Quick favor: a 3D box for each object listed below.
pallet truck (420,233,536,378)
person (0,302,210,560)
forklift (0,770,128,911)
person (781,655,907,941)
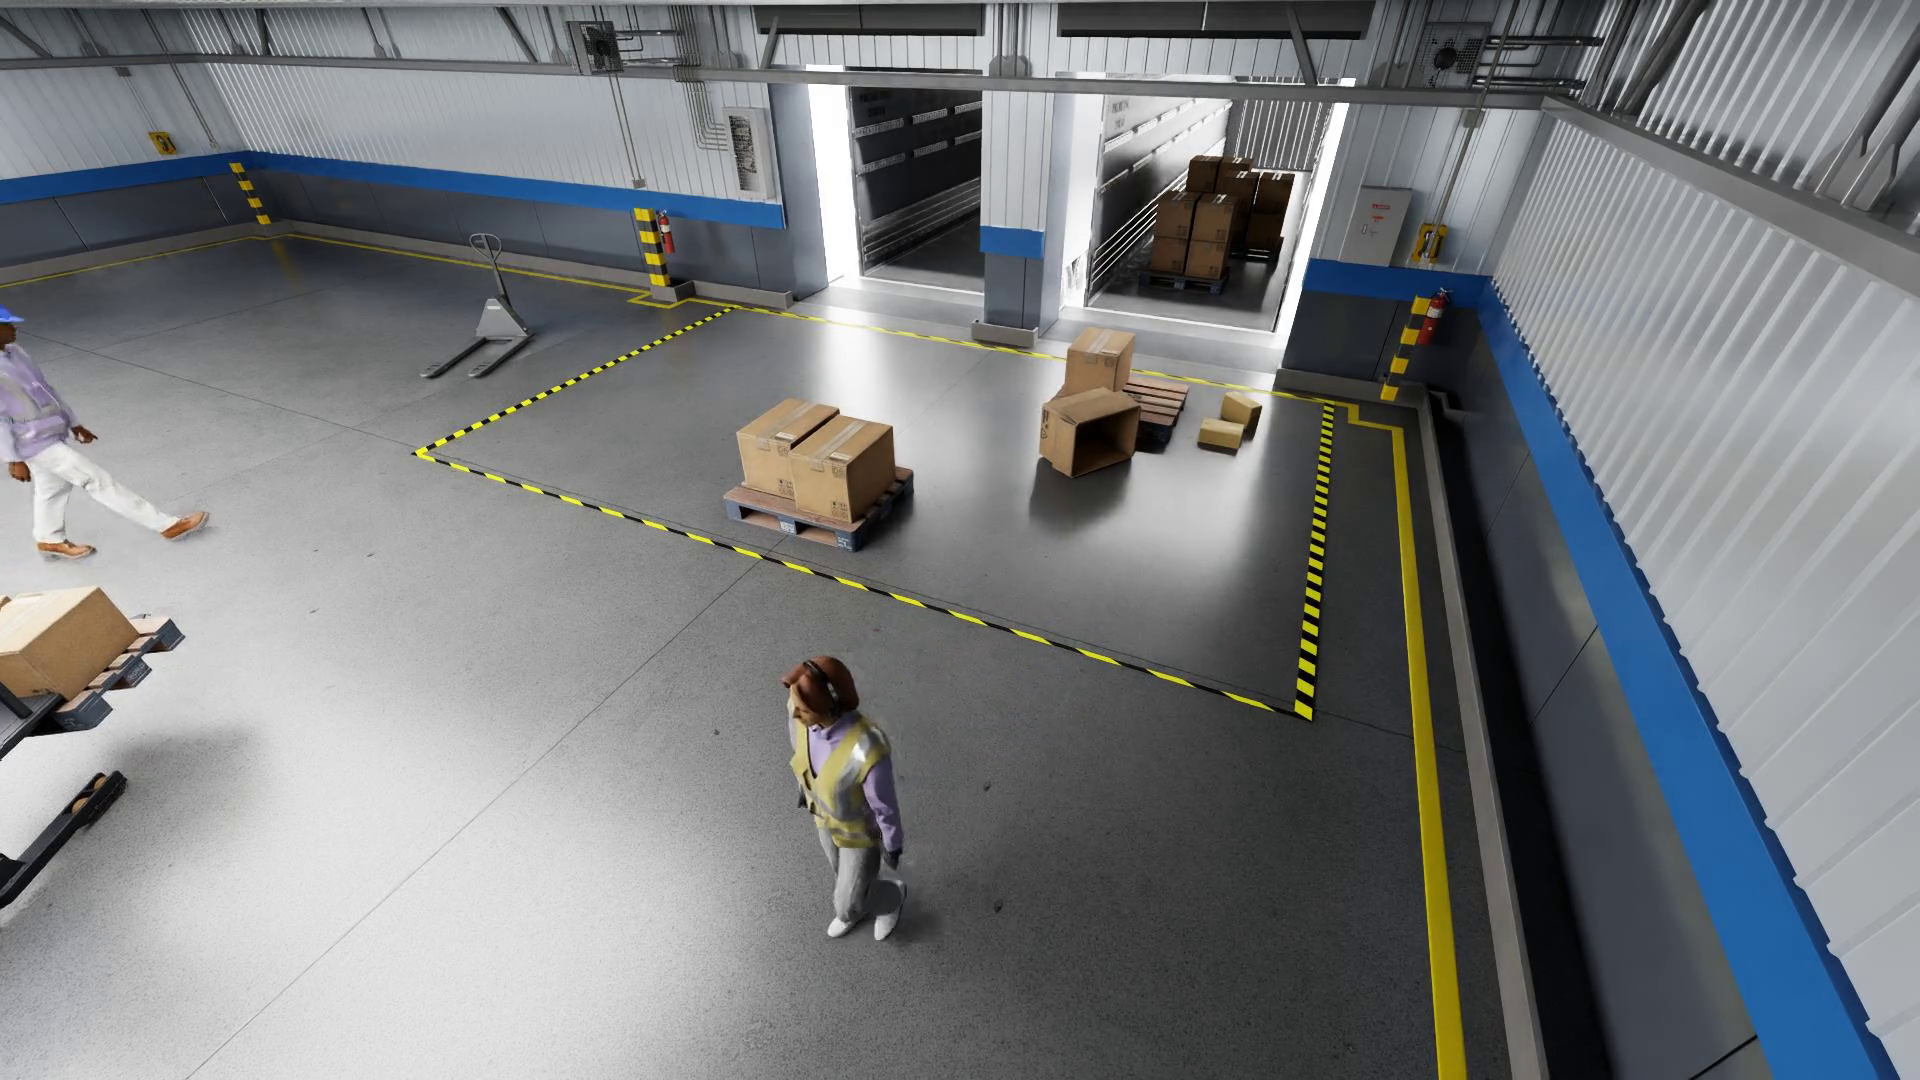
[{"bbox_3d":[-5.664,-2.712,8.427,0.680,1.201,1.601,0,35,-1],"label":"pallet truck"},{"bbox_3d":[-6.316,-0.715,5.059,1.019,1.879,0.640,-21,40,-27],"label":"person"},{"bbox_3d":[-4.598,0.992,2.538,0.716,2.013,0.776,-6,36,-8],"label":"forklift"},{"bbox_3d":[-0.431,1.054,2.802,0.536,1.624,0.391,29,44,34],"label":"person"}]
